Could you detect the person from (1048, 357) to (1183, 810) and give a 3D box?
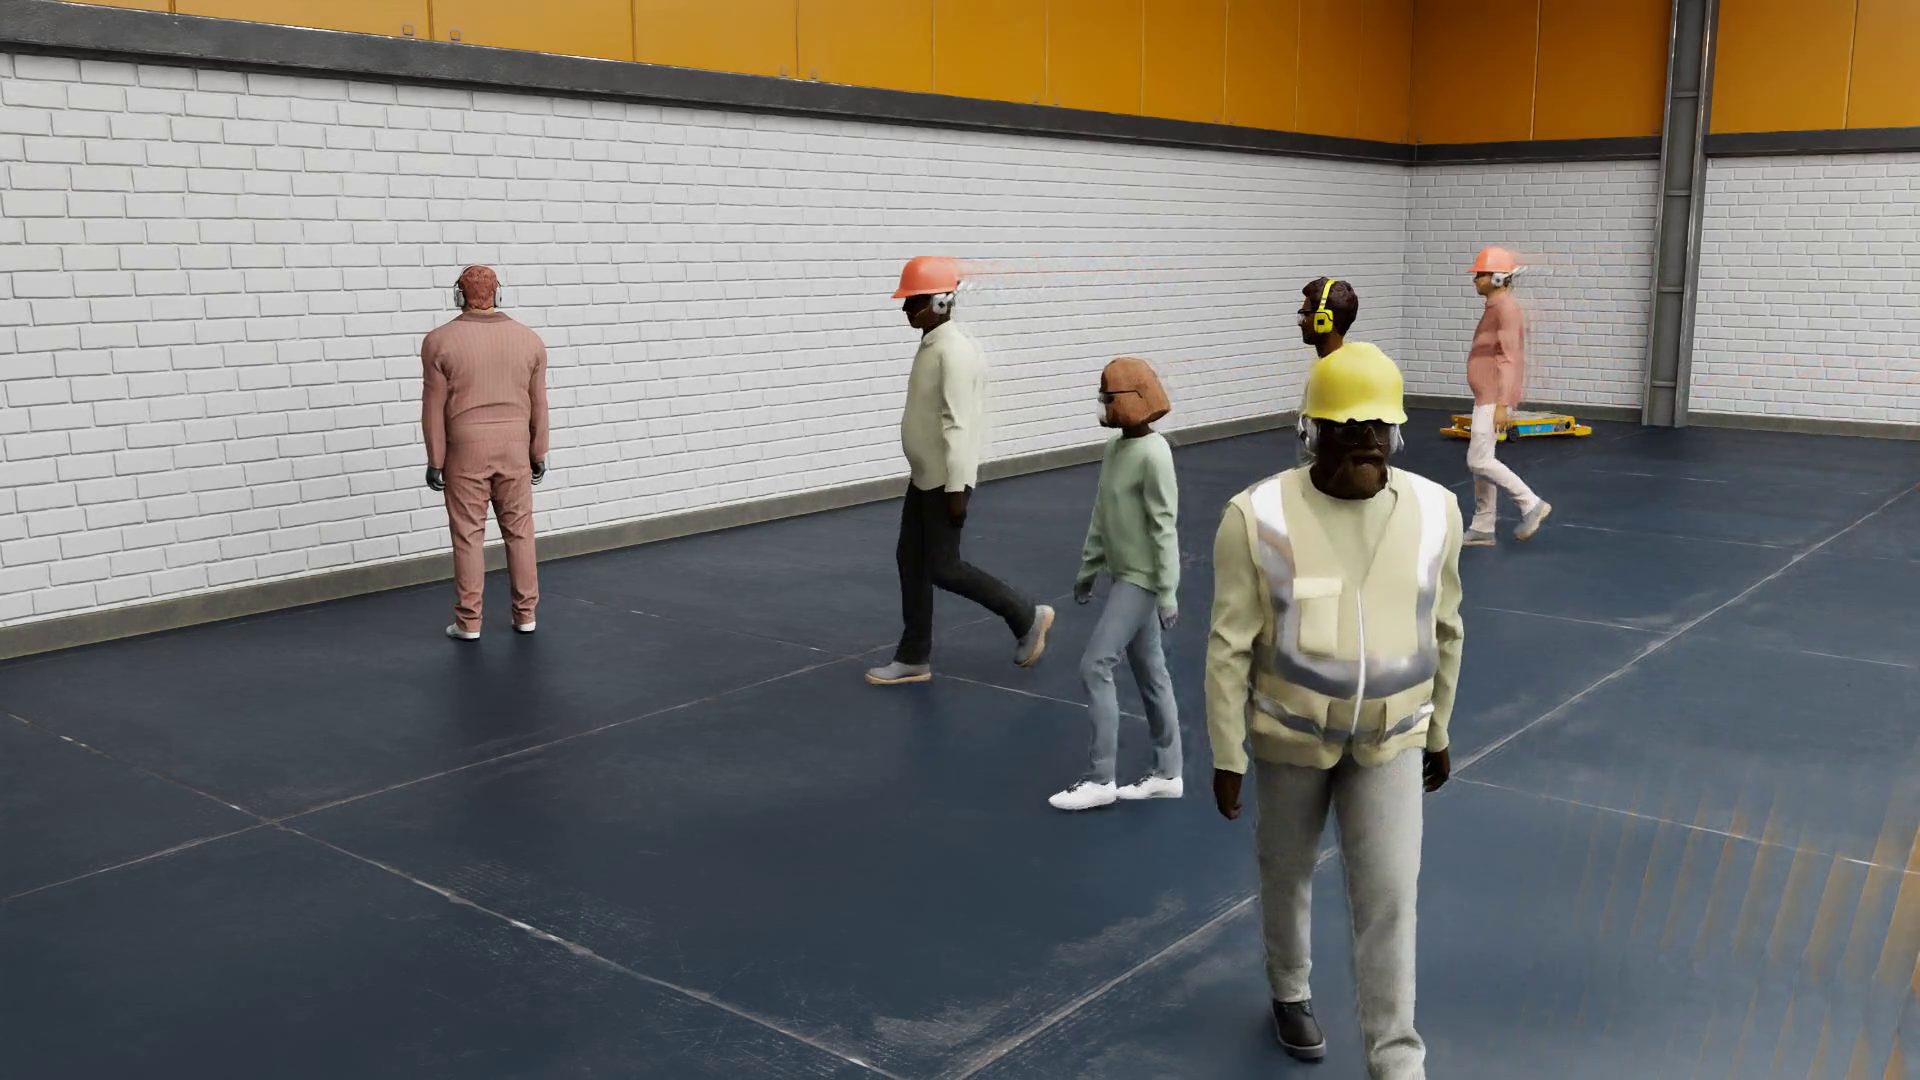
[{"bbox_3d":[0.528,0.161,5.911,0.648,1.606,0.516,-2,10,-9],"label":"person"}]

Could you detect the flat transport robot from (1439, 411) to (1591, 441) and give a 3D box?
[{"bbox_3d":[5.697,-1.177,17.059,1.431,0.197,0.652,-5,11,-25],"label":"flat transport robot"}]

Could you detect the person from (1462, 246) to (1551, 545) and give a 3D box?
[{"bbox_3d":[3.544,-0.923,10.894,0.532,1.982,0.632,1,10,6],"label":"person"}]

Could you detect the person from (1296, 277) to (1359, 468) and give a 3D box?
[{"bbox_3d":[1.494,-0.138,6.870,0.329,1.873,0.516,5,11,26],"label":"person"}]

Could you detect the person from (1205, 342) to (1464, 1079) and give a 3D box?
[{"bbox_3d":[0.876,0.452,3.811,0.621,1.785,0.928,0,10,0],"label":"person"}]

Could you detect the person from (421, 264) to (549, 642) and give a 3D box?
[{"bbox_3d":[-2.414,-0.439,8.465,0.644,1.903,0.402,-7,12,-34],"label":"person"}]

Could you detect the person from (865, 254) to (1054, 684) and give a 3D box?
[{"bbox_3d":[-0.015,-0.300,7.514,0.764,1.965,0.622,-3,11,-14],"label":"person"}]
